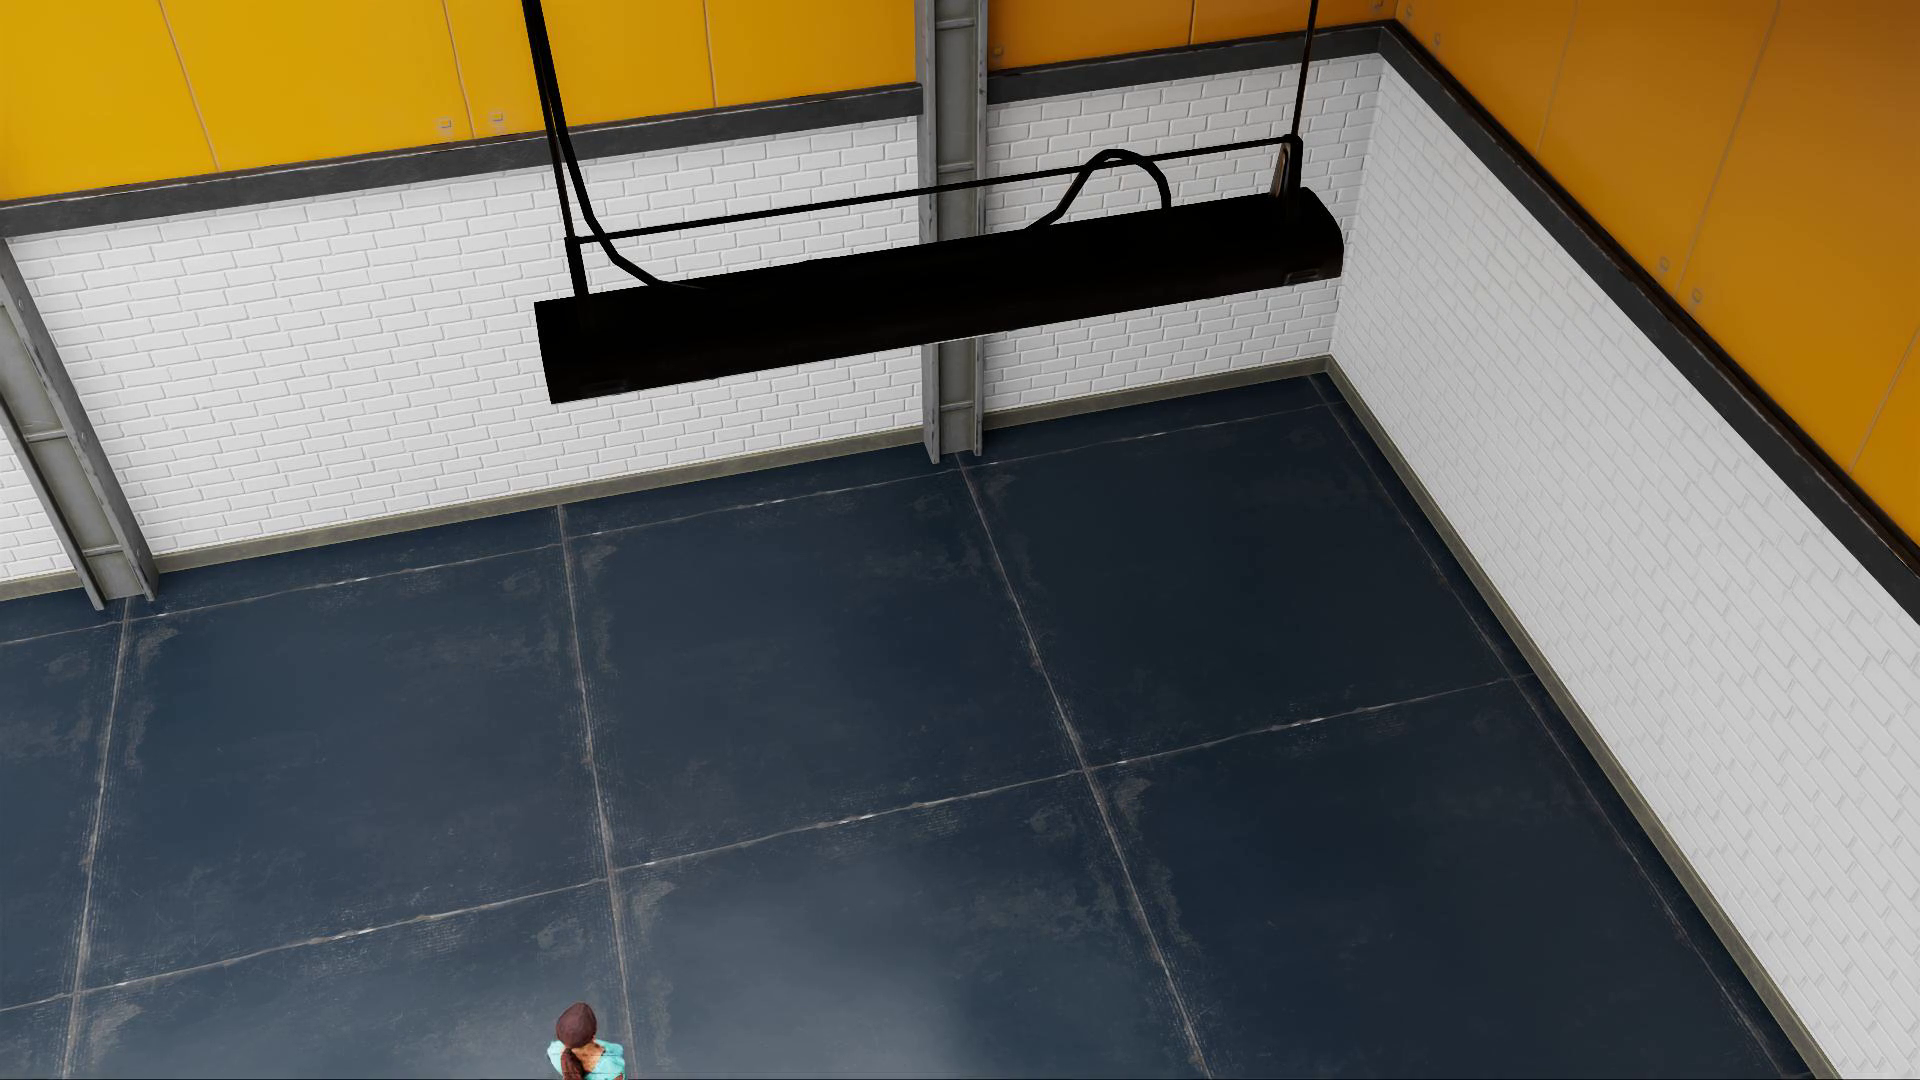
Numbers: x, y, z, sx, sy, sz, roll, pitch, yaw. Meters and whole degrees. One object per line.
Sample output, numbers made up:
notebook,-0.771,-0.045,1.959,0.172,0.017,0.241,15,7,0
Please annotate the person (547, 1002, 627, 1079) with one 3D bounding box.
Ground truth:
person,-1.761,2.776,8.024,0.724,1.549,0.765,9,44,9
